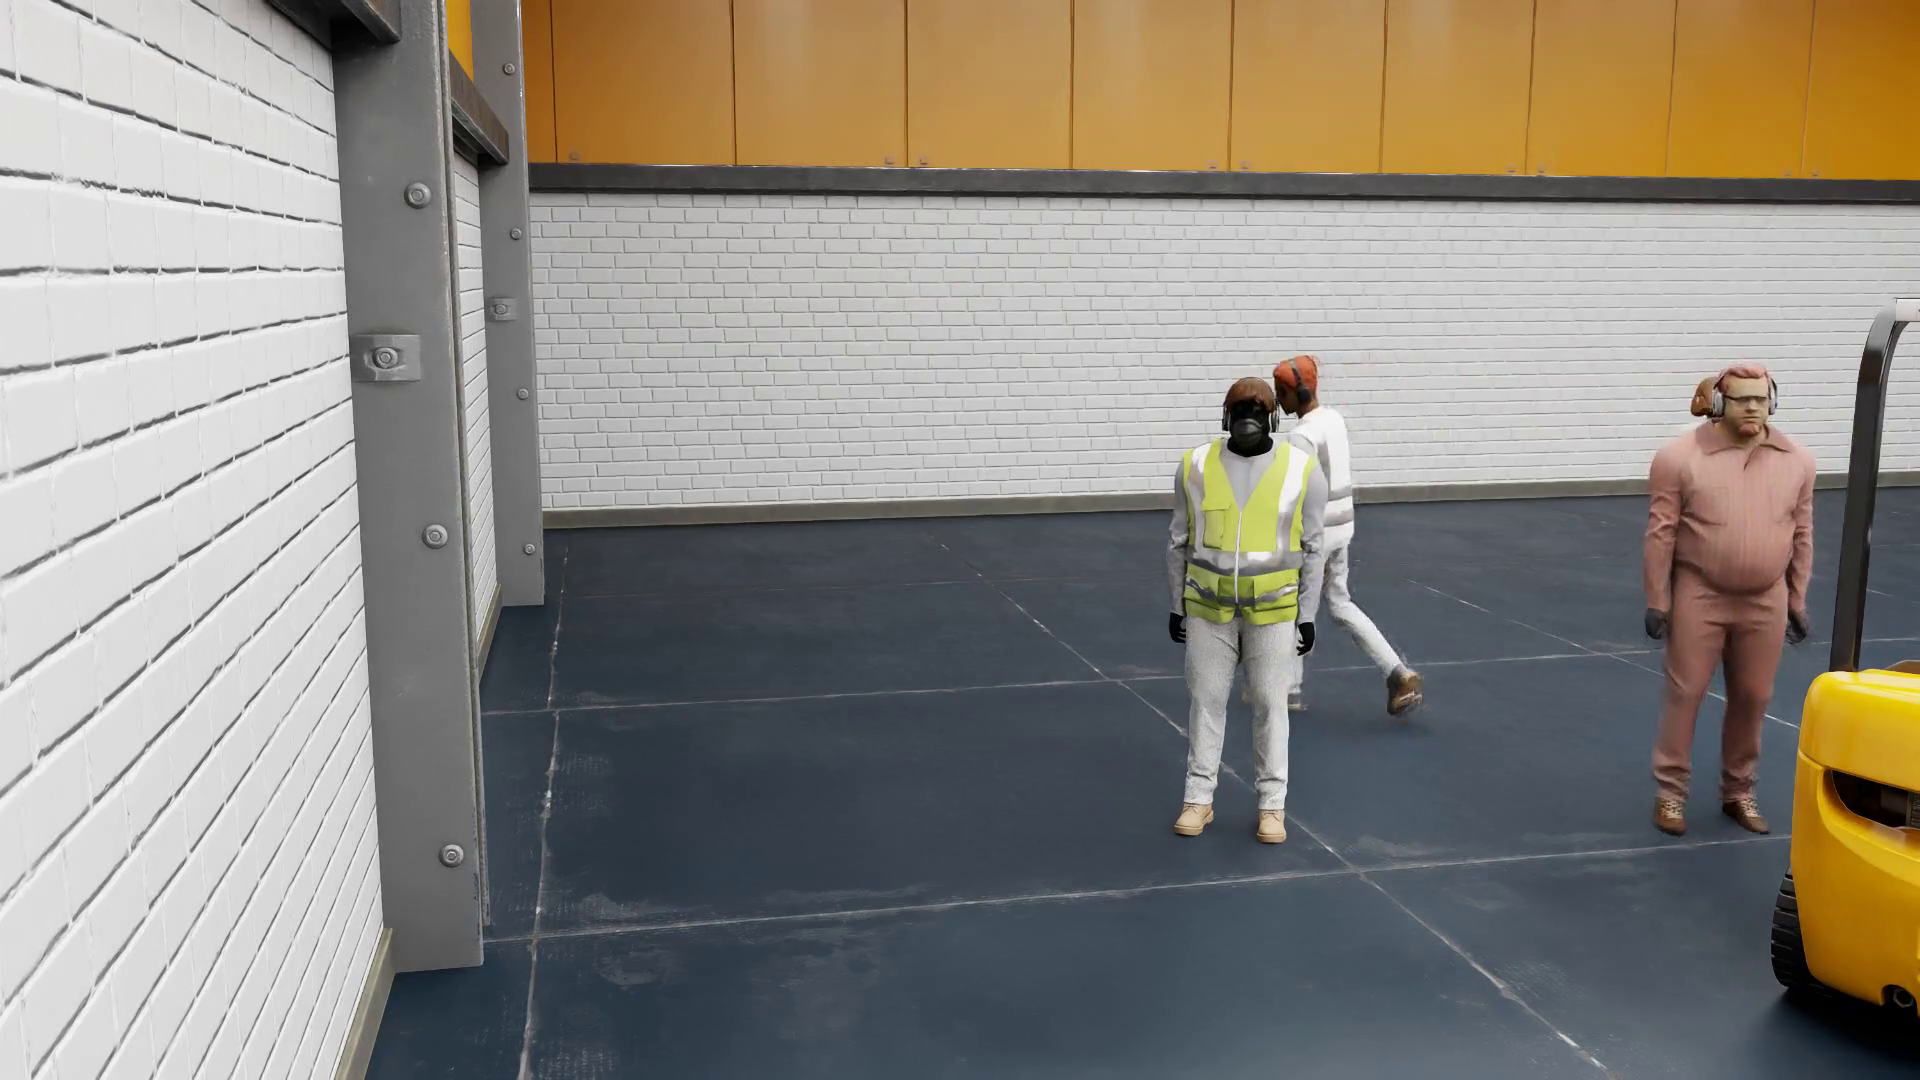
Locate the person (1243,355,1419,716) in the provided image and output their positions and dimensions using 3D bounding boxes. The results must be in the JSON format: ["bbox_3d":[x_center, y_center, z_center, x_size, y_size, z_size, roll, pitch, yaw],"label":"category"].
[{"bbox_3d":[1.849,0.001,8.273,0.841,1.844,0.644,7,12,37],"label":"person"}]

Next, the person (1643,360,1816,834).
[{"bbox_3d":[3.071,0.237,6.648,0.651,1.906,0.403,1,9,5],"label":"person"}]

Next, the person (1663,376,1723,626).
[{"bbox_3d":[4.573,-0.198,10.226,0.505,1.605,0.768,1,9,4],"label":"person"}]

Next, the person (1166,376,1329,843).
[{"bbox_3d":[1.121,0.276,6.597,0.627,1.846,0.429,3,10,16],"label":"person"}]

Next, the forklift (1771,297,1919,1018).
[{"bbox_3d":[3.542,0.334,5.177,2.313,2.155,1.214,-9,13,-43],"label":"forklift"}]
